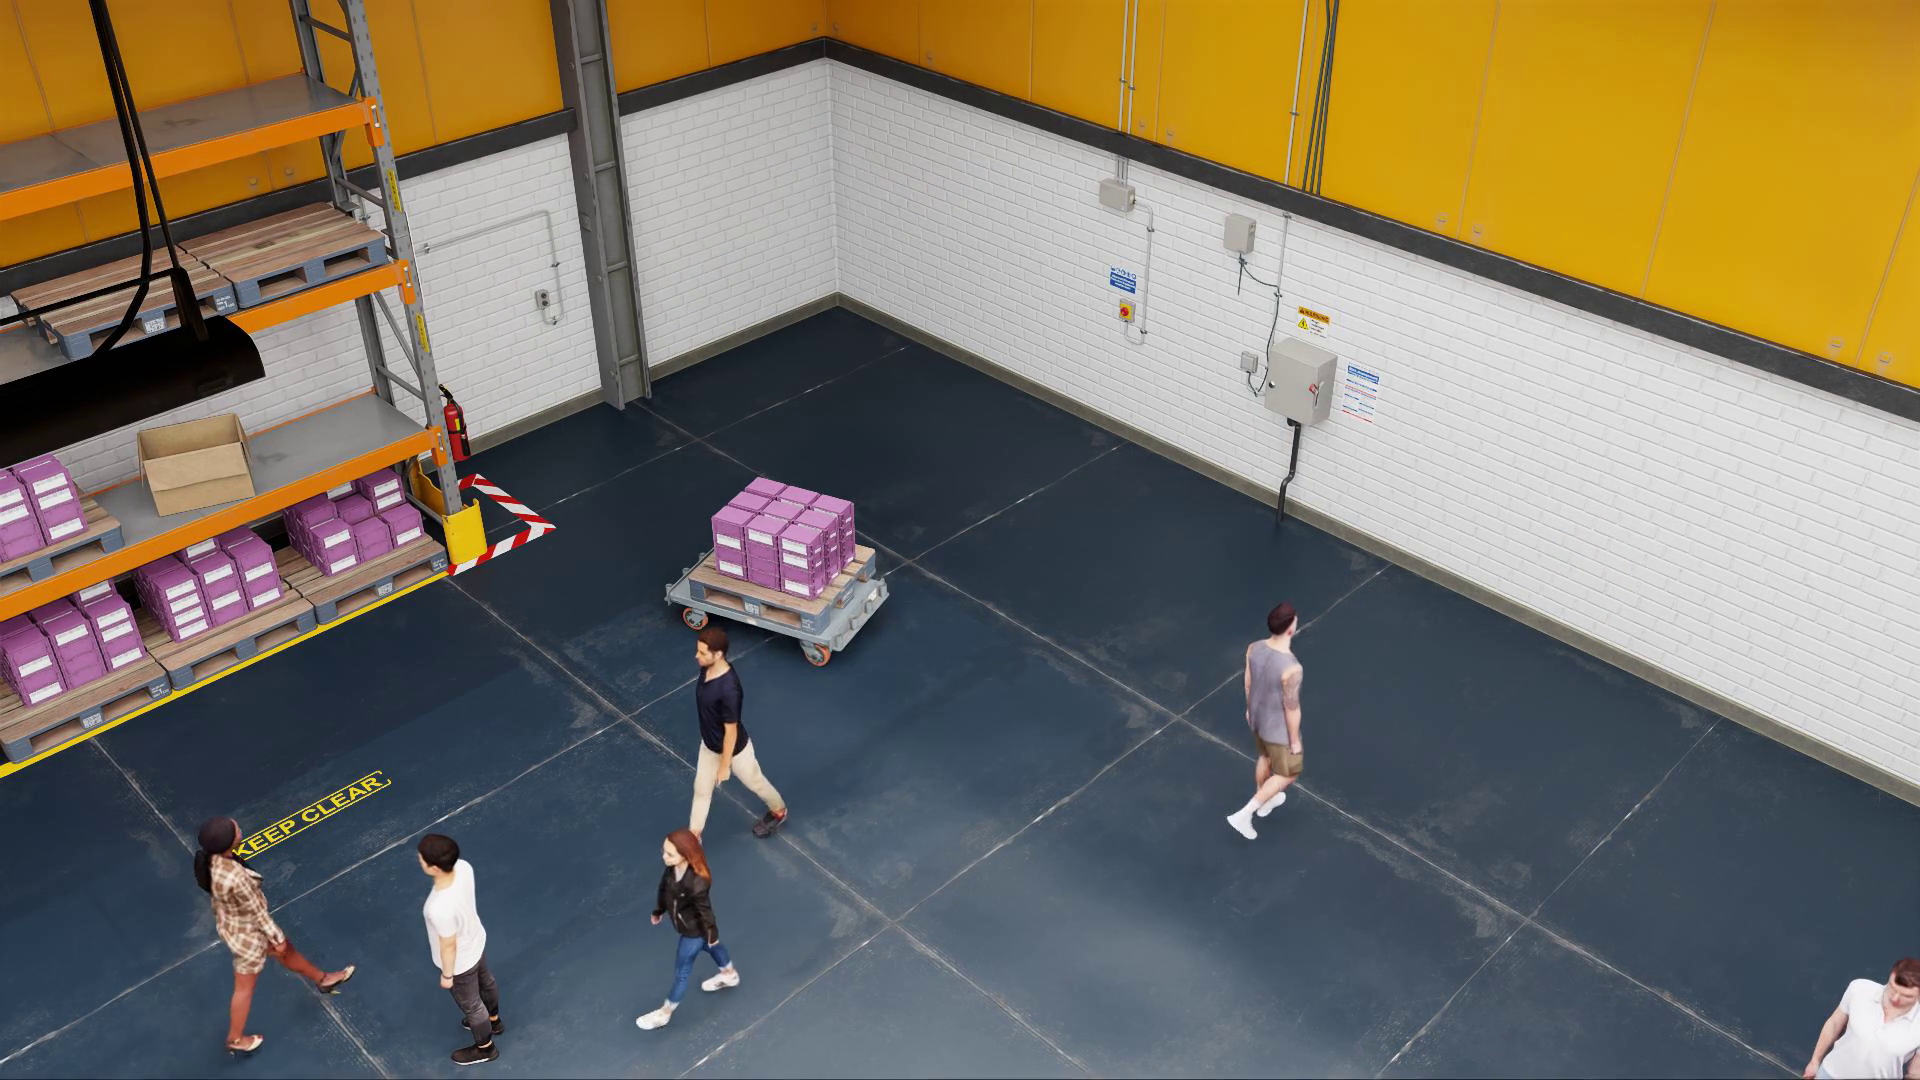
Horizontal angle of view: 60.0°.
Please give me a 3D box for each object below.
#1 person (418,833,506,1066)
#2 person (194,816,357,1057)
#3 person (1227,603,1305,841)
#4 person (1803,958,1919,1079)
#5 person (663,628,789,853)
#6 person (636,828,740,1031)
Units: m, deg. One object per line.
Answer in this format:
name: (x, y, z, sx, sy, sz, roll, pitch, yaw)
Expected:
person: (-2.912, 2.368, 9.705, 0.756, 1.722, 0.693, 1, 34, 1)
person: (-4.228, 2.364, 9.691, 1.079, 1.745, 0.611, -28, 43, -35)
person: (2.056, 1.230, 11.074, 0.976, 1.833, 0.788, -19, 38, -27)
person: (4.773, 2.872, 8.828, 0.536, 1.855, 0.646, -27, 42, -34)
person: (-1.483, 1.343, 11.169, 1.206, 1.808, 0.824, -20, 38, -27)
person: (-1.564, 2.279, 10.092, 1.002, 1.442, 0.721, -18, 38, -25)
